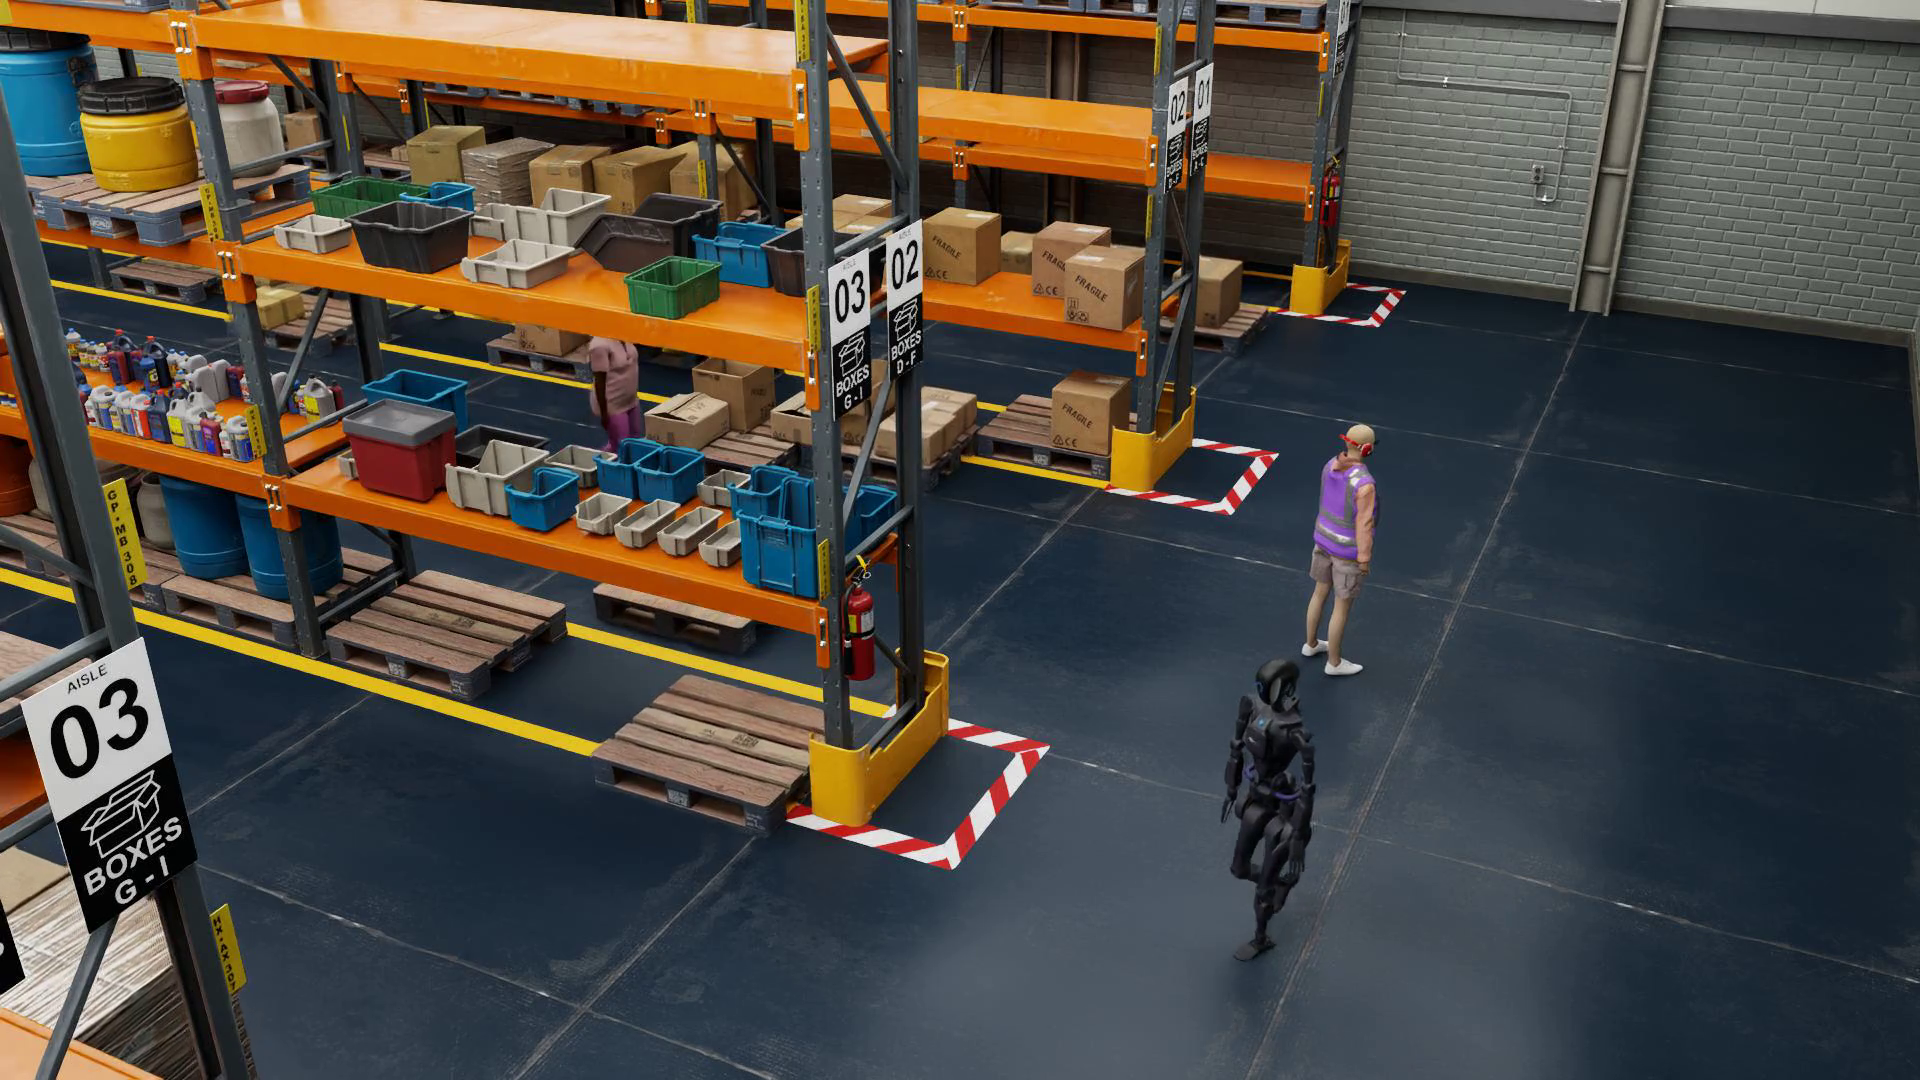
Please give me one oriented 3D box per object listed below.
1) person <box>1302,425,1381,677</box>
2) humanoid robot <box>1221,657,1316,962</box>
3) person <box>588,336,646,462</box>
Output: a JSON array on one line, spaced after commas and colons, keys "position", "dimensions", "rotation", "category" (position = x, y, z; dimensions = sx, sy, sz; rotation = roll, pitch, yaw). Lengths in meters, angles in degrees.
[{"position": [2.432, 0.059, 10.587], "dimensions": [0.349, 1.688, 0.491], "rotation": [-11, 28, -21], "category": "person"}, {"position": [1.571, 1.290, 8.114], "dimensions": [0.479, 1.644, 0.589], "rotation": [-17, 31, -30], "category": "humanoid robot"}, {"position": [-2.682, -1.044, 12.703], "dimensions": [0.597, 1.785, 0.510], "rotation": [8, 27, 16], "category": "person"}]
